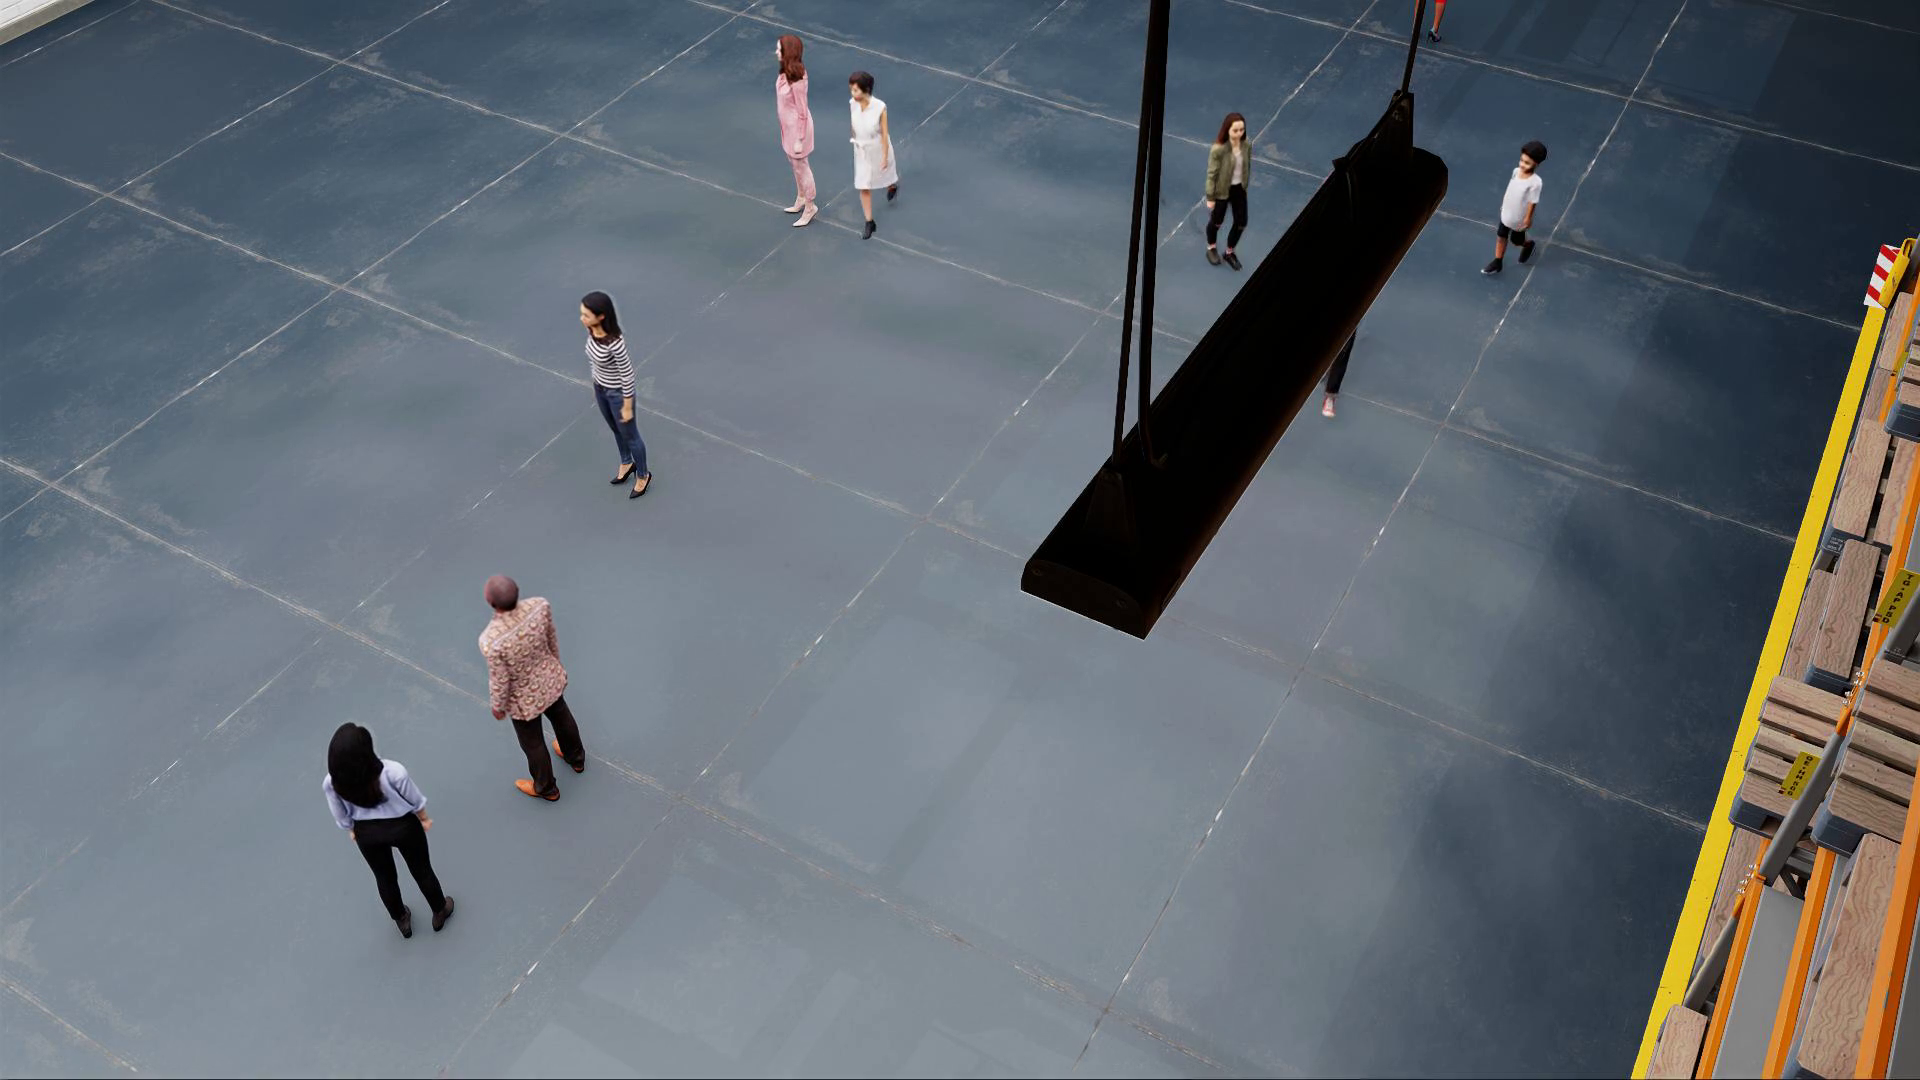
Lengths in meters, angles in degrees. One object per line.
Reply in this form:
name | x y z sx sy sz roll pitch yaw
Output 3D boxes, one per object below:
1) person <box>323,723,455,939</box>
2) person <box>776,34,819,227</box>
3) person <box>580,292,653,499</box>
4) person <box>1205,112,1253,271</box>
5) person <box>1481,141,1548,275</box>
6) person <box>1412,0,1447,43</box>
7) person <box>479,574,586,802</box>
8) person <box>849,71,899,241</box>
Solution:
person | -3.188 1.623 9.257 0.729 1.743 0.771 -7 44 -8
person | -1.441 -3.637 14.735 0.723 1.803 0.684 -14 45 -14
person | -2.491 -1.044 12.019 0.622 1.795 0.650 -31 52 -29
person | 2.277 -3.051 14.366 0.735 1.463 0.802 -15 46 -15
person | 4.846 -2.867 14.328 0.818 1.249 0.679 -23 48 -23
person | 4.993 -6.045 17.306 0.588 1.743 0.521 26 49 24
person | -2.578 0.875 9.995 0.747 1.808 0.533 25 49 24
person | -0.737 -3.469 14.762 0.651 1.522 1.009 13 45 14
